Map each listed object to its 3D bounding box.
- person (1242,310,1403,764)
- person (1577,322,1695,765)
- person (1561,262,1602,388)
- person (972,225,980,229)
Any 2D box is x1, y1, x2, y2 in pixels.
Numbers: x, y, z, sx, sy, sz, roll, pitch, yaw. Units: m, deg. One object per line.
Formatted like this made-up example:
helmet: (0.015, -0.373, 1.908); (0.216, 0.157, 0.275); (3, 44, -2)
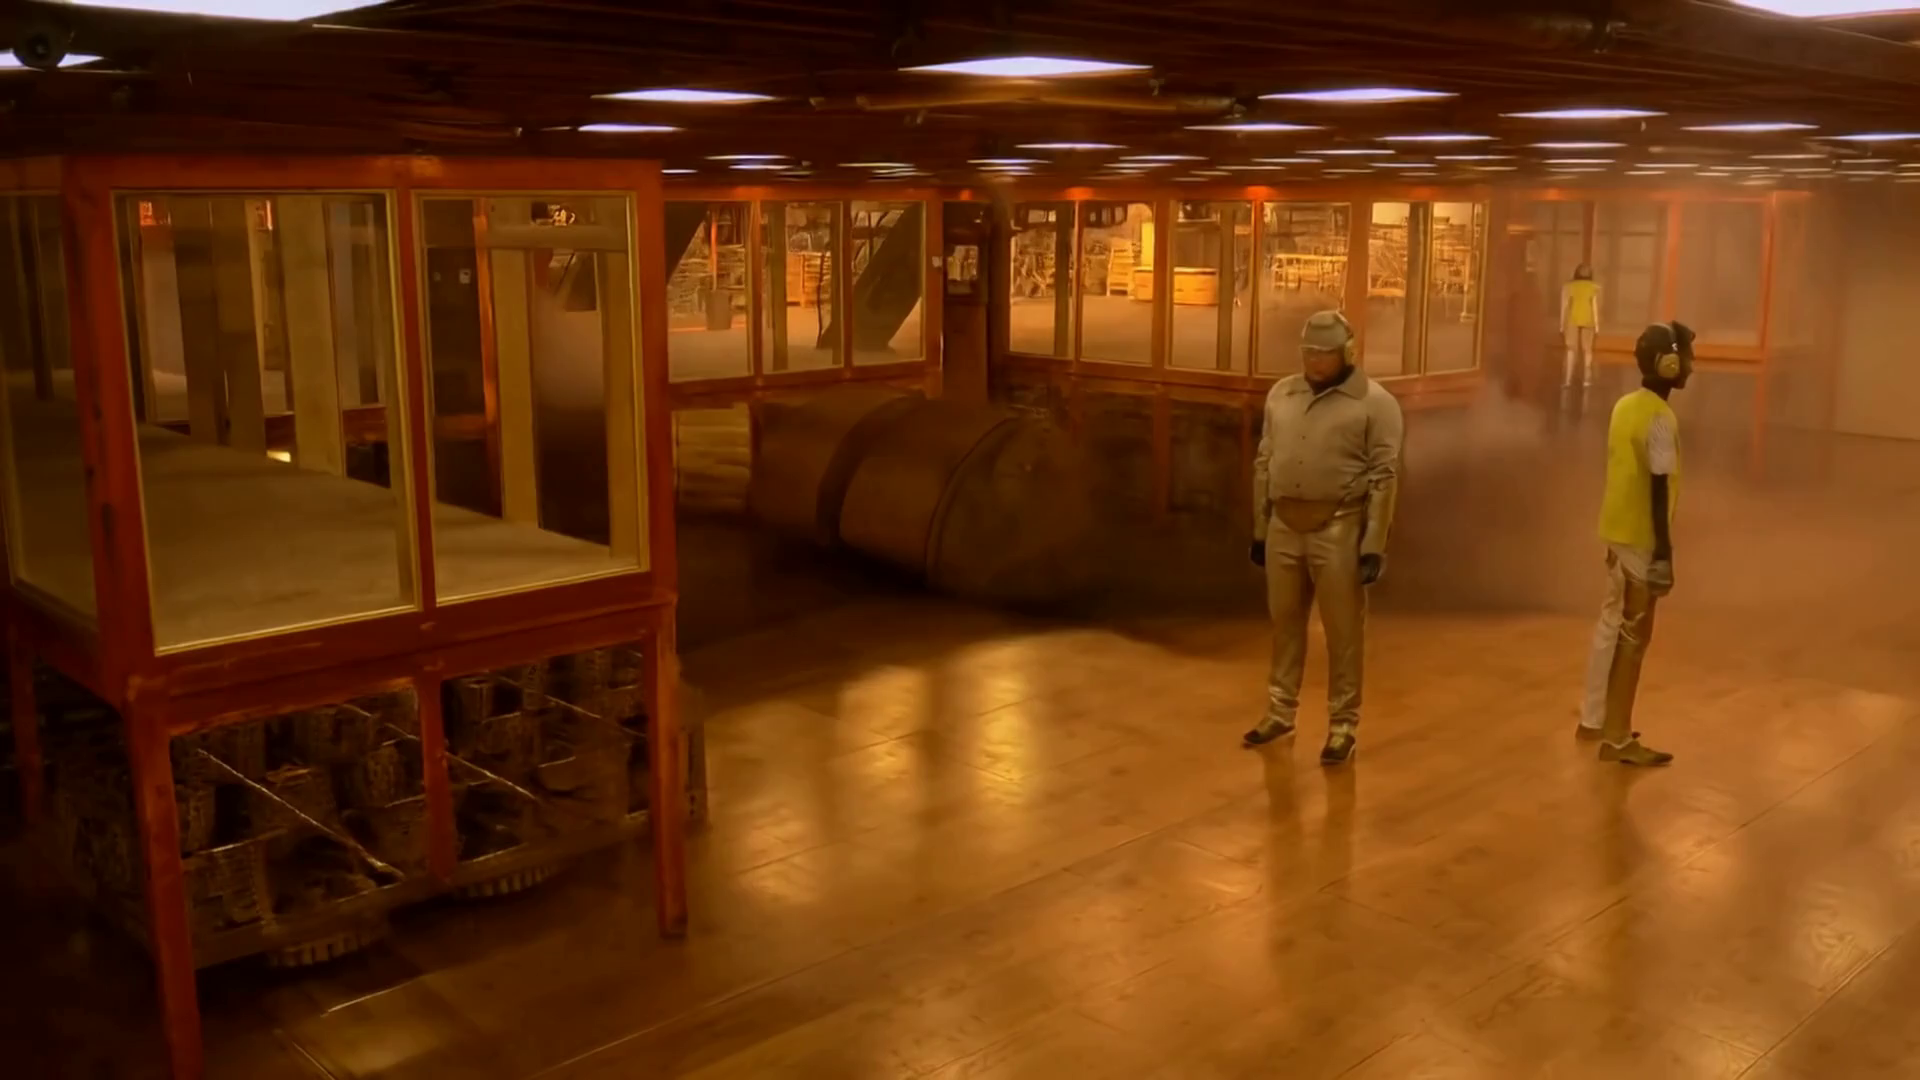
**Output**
person: (1.512, -0.018, 7.058); (0.643, 1.908, 0.411); (9, 14, 37)
person: (2.864, 0.019, 7.012); (0.323, 1.861, 0.503); (0, 11, -1)
person: (8.086, -2.802, 21.679); (0.500, 1.636, 0.286); (4, 12, 18)
person: (0.341, -6.335, 38.662); (0.639, 1.925, 0.875); (1, 11, 7)
